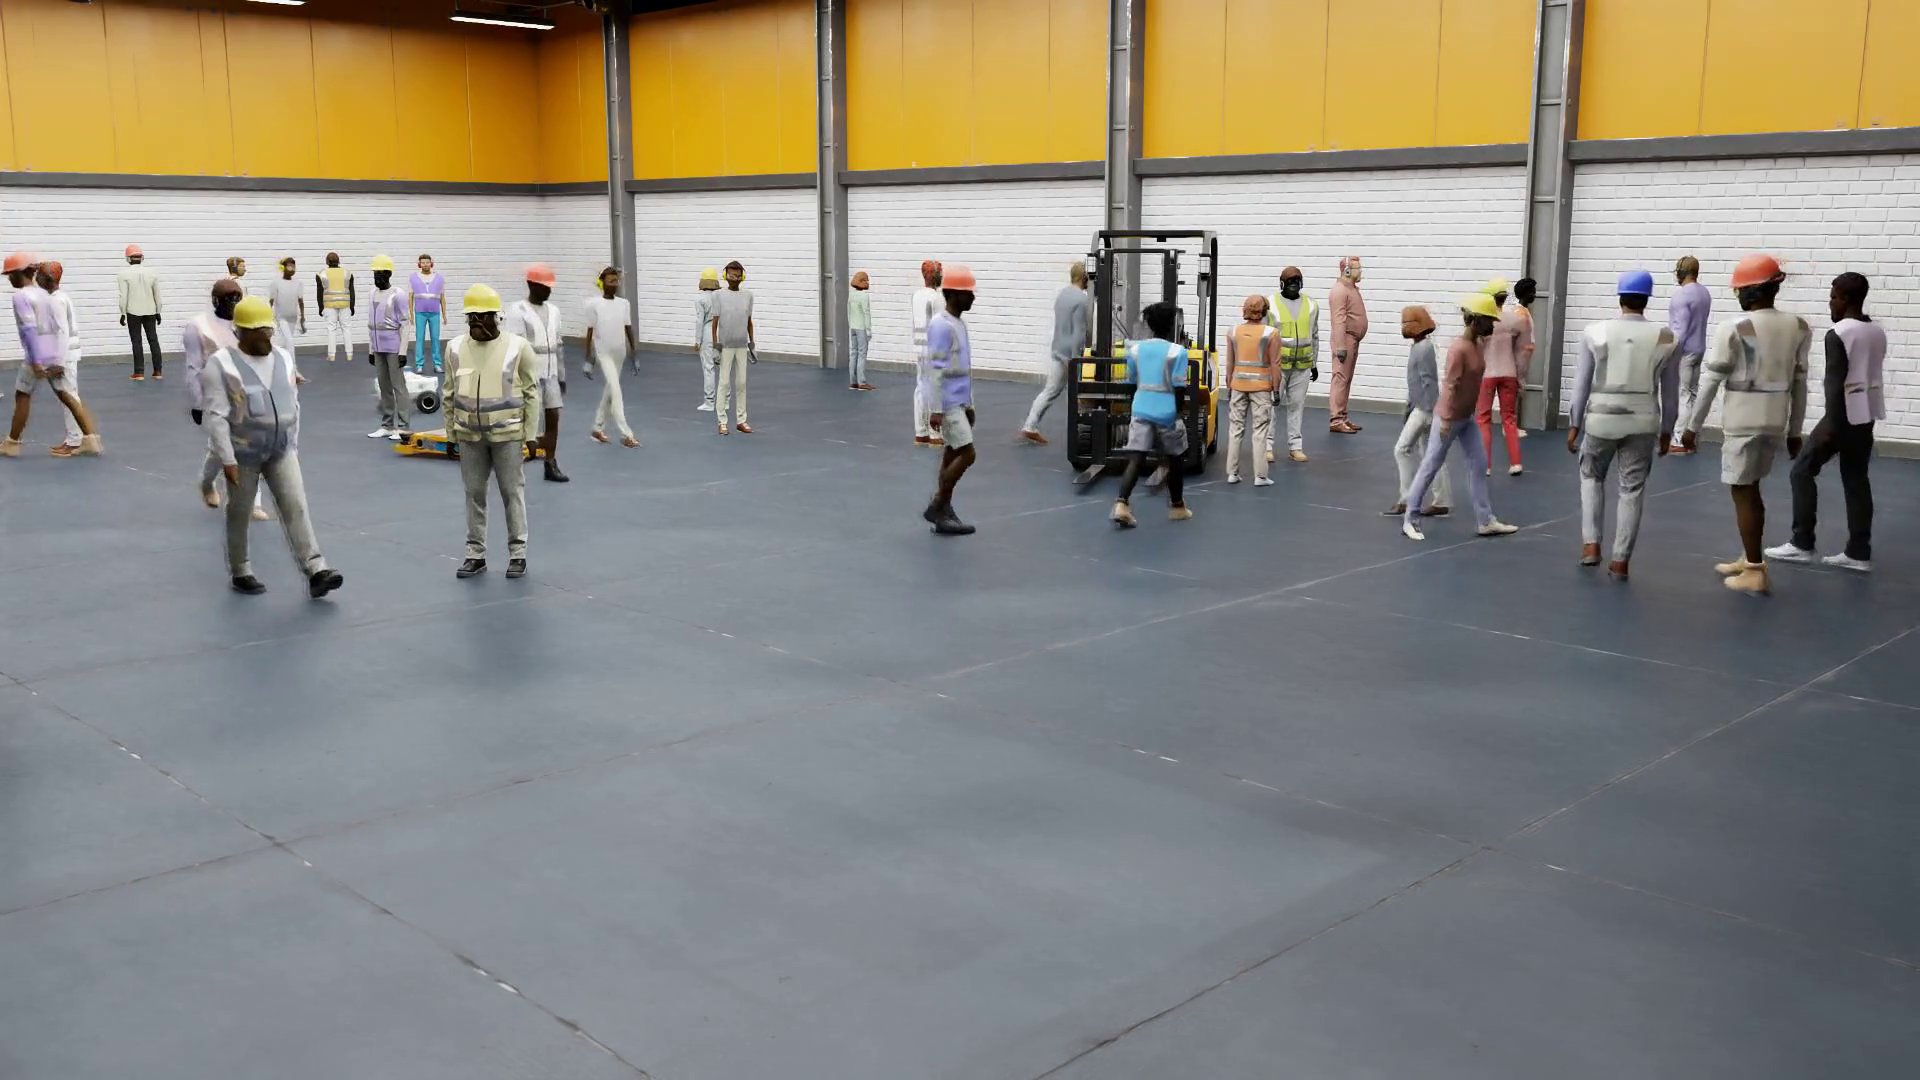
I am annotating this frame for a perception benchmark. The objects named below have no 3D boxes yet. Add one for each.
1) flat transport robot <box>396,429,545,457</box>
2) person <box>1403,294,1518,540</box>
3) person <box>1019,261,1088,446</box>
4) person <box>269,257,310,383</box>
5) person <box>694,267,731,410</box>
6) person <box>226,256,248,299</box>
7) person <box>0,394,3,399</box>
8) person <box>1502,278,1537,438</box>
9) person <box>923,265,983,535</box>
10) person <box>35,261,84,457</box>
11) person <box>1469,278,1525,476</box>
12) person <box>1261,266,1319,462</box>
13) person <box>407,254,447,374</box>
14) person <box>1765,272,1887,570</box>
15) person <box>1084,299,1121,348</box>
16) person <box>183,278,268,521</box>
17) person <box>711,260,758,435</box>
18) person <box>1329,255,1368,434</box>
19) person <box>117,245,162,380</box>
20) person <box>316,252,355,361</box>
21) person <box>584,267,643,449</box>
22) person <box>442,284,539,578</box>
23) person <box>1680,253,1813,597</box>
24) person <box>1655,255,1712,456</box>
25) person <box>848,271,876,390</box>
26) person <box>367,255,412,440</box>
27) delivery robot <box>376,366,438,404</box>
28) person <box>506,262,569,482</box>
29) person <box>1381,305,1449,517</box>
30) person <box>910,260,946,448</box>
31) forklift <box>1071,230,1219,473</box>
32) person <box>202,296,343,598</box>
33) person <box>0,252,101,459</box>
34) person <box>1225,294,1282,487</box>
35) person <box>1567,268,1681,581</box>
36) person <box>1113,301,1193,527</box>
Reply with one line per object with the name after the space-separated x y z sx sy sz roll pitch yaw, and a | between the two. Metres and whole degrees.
-4.693 -0.935 16.074 1.431 0.197 0.652 5 12 27 | flat transport robot
3.528 -0.843 11.632 0.819 1.720 0.621 8 13 36 | person
1.102 -1.879 16.870 1.063 1.877 0.645 -5 11 -25 | person
-9.824 -3.196 24.185 0.882 1.830 0.508 7 12 33 | person
-3.040 -2.455 20.340 0.484 1.744 0.296 -9 14 -42 | person
-9.903 -2.956 22.808 0.506 1.843 0.350 8 13 37 | person
-12.410 -2.476 20.854 0.529 1.593 0.882 3 11 16 | person
5.904 -1.917 17.566 0.321 1.689 0.530 4 11 20 | person
-0.029 -0.973 11.772 0.404 1.922 0.578 3 11 16 | person
-8.704 -1.746 16.100 0.361 1.882 0.575 -5 11 -25 | person
4.744 -1.418 14.718 0.569 1.750 0.403 -2 11 -8 | person
3.092 -1.648 15.677 0.634 1.841 0.429 -2 11 -10 | person
-8.230 -3.492 25.715 0.563 1.847 0.393 -5 12 -26 | person
5.612 -0.772 10.737 0.636 1.889 0.745 -7 12 -33 | person
1.565 -2.024 18.054 0.538 1.724 0.859 -4 11 -23 | person
-5.499 -1.057 12.527 0.645 1.821 0.631 10 14 44 | person
-2.425 -2.064 17.883 0.519 1.865 0.326 -6 12 -30 | person
4.211 -2.119 18.052 0.409 1.913 0.642 4 11 23 | person
-12.156 -3.370 24.651 0.396 1.990 0.622 8 13 38 | person
-10.624 -3.969 28.328 0.625 1.846 0.429 -6 12 -30 | person
-3.528 -1.856 16.882 0.962 1.826 0.540 10 14 43 | person
-2.932 -0.670 10.367 0.601 1.830 0.404 1 10 4 | person
4.686 -0.690 9.948 0.622 2.015 0.654 -3 11 -17 | person
7.041 -1.783 16.150 0.635 1.936 0.350 -10 14 -44 | person
-1.373 -2.892 23.025 0.265 1.632 0.509 -7 12 -32 | person
-6.005 -2.015 17.435 0.593 1.928 0.362 7 12 33 | person
-6.652 -1.845 20.005 0.707 0.478 0.477 -3 11 -17 | delivery robot
-3.734 -1.452 14.451 0.678 1.906 0.591 7 13 34 | person
3.437 -0.956 12.538 0.629 1.601 0.528 2 11 13 | person
-0.281 -1.873 16.789 0.355 1.883 0.575 -7 13 -34 | person
1.804 -1.825 15.677 1.214 2.155 2.313 2 11 13 | forklift
-4.038 -0.520 9.695 0.928 1.775 0.608 8 13 38 | person
-8.844 -1.752 15.912 1.065 1.965 0.655 0 10 0 | person
2.498 -1.271 14.191 0.518 1.632 0.312 7 13 35 | person
4.139 -0.724 10.391 0.653 1.925 0.590 3 11 16 | person
1.419 -0.919 12.200 0.539 1.660 0.851 8 13 38 | person
